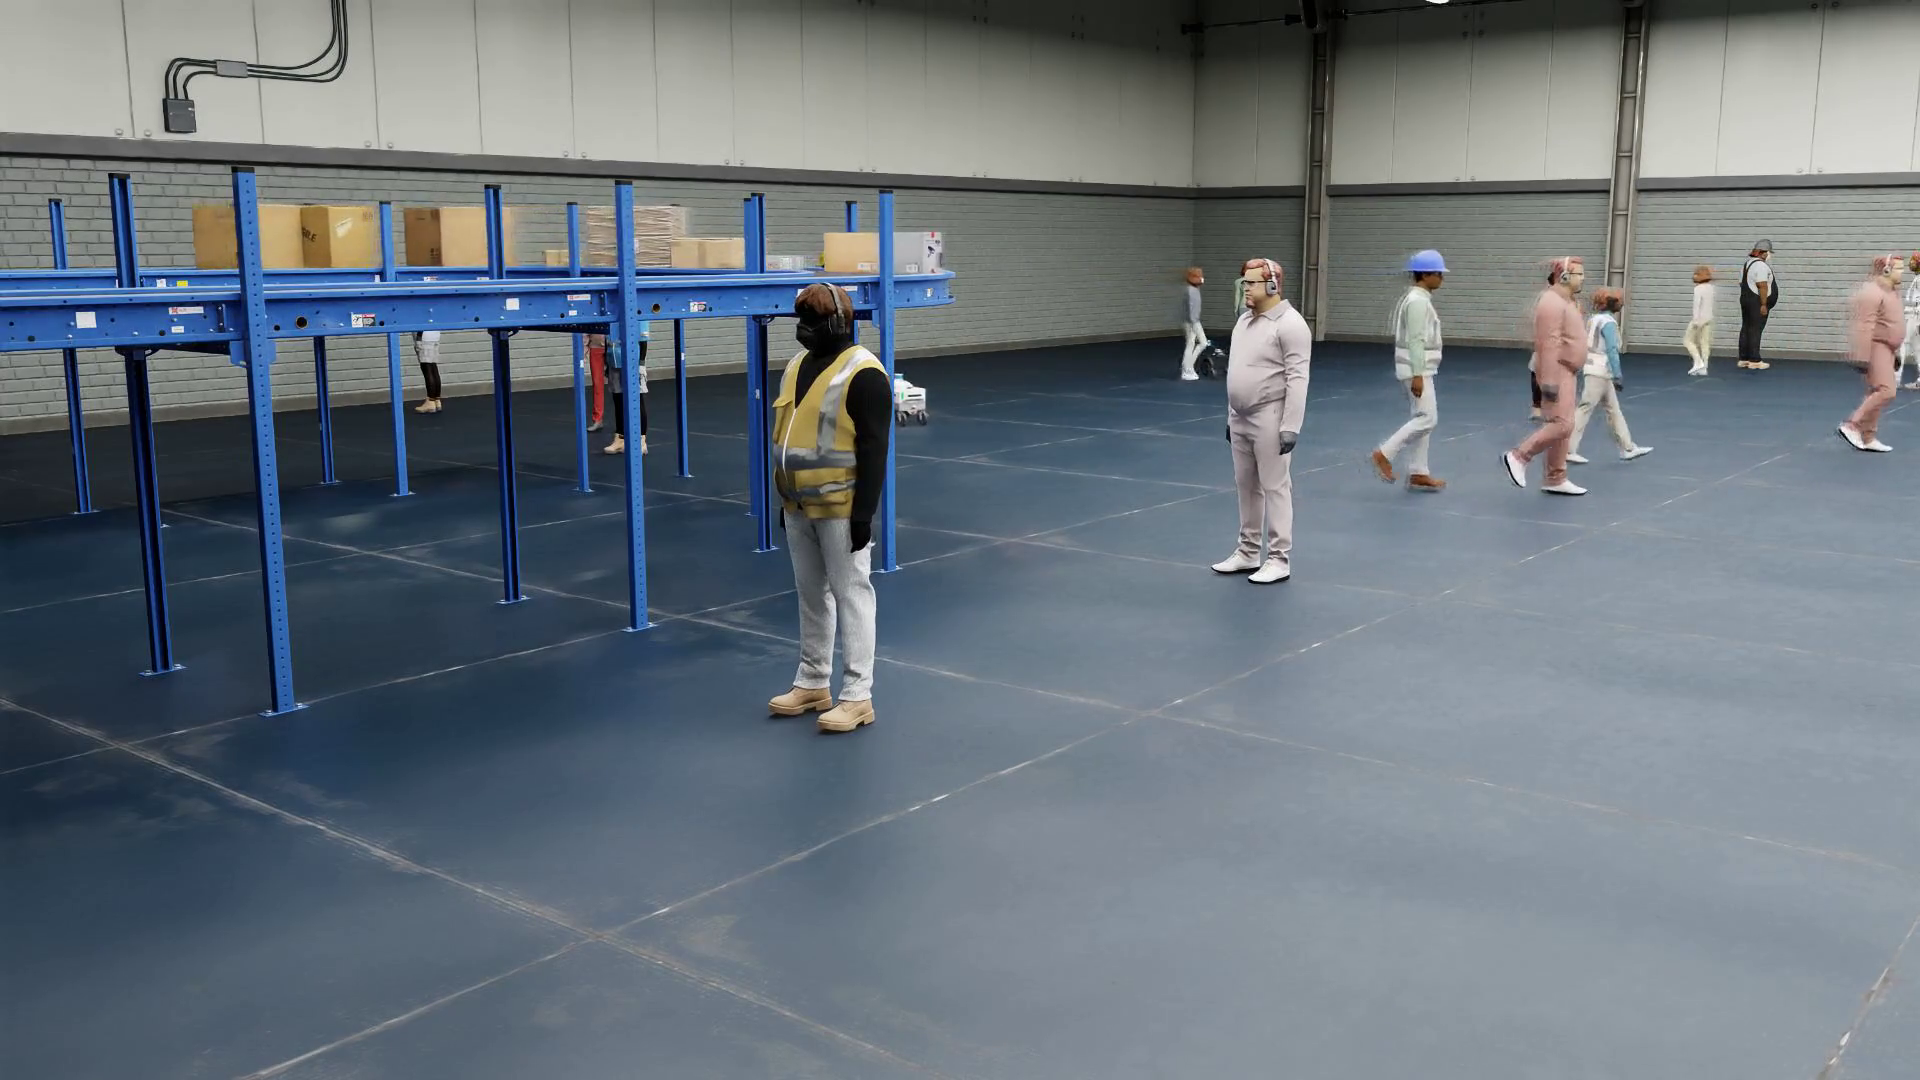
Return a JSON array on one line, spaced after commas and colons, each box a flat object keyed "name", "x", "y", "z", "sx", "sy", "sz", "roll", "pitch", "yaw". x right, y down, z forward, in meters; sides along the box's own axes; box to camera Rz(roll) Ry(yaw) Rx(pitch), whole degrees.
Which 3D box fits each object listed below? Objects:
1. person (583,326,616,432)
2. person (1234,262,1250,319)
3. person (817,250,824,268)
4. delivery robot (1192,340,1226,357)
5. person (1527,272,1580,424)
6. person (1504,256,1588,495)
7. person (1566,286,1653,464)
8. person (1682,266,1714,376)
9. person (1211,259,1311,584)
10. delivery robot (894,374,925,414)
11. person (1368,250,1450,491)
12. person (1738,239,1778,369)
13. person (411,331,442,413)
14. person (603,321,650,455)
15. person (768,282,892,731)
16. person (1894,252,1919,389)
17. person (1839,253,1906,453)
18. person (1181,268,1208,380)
[{"name": "person", "x": -3.740, "y": -2.017, "z": 17.542, "sx": 0.533, "sy": 1.765, "sz": 0.322, "roll": 1, "pitch": 10, "yaw": 8}, {"name": "person", "x": 4.999, "y": -4.004, "z": 28.911, "sx": 0.499, "sy": 1.633, "sz": 0.285, "roll": -1, "pitch": 10, "yaw": -4}, {"name": "person", "x": -1.662, "y": -2.940, "z": 22.292, "sx": 0.381, "sy": 1.902, "sz": 0.736, "roll": 4, "pitch": 11, "yaw": 22}, {"name": "delivery robot", "x": 3.657, "y": -2.849, "z": 24.639, "sx": 0.335, "sy": 0.223, "sz": 0.698, "roll": -6, "pitch": 12, "yaw": -30}, {"name": "person", "x": 6.528, "y": -2.122, "z": 18.378, "sx": 0.540, "sy": 1.678, "sz": 0.546, "roll": -1, "pitch": 10, "yaw": -4}, {"name": "person", "x": 4.708, "y": -1.296, "z": 13.183, "sx": 0.531, "sy": 1.891, "sz": 0.667, "roll": 6, "pitch": 12, "yaw": 30}, {"name": "person", "x": 5.876, "y": -1.480, "z": 15.035, "sx": 0.856, "sy": 1.593, "sz": 0.539, "roll": 2, "pitch": 11, "yaw": 13}, {"name": "person", "x": 11.082, "y": -3.274, "z": 24.913, "sx": 0.515, "sy": 1.624, "sz": 0.365, "roll": -7, "pitch": 12, "yaw": -34}, {"name": "person", "x": 1.776, "y": -0.707, "z": 9.889, "sx": 0.407, "sy": 1.906, "sz": 0.655, "roll": -5, "pitch": 11, "yaw": -25}, {"name": "delivery robot", "x": -0.686, "y": -1.600, "z": 18.441, "sx": 0.477, "sy": 0.478, "sz": 0.707, "roll": -7, "pitch": 12, "yaw": -33}, {"name": "person", "x": 3.669, "y": -1.358, "z": 13.401, "sx": 0.525, "sy": 1.936, "sz": 0.626, "roll": 4, "pitch": 11, "yaw": 19}, {"name": "person", "x": 12.696, "y": -3.738, "z": 26.429, "sx": 0.535, "sy": 2.000, "sz": 0.673, "roll": 0, "pitch": 10, "yaw": 0}, {"name": "person", "x": -6.311, "y": -2.358, "z": 19.616, "sx": 0.315, "sy": 1.696, "sz": 0.541, "roll": 0, "pitch": 10, "yaw": 0}, {"name": "person", "x": -3.156, "y": -1.648, "z": 15.686, "sx": 0.535, "sy": 1.697, "sz": 0.318, "roll": 6, "pitch": 12, "yaw": 29}, {"name": "person", "x": -0.561, "y": -0.142, "z": 6.939, "sx": 0.429, "sy": 1.844, "sz": 0.627, "roll": -9, "pitch": 14, "yaw": -41}, {"name": "person", "x": 12.883, "y": -2.982, "z": 22.625, "sx": 0.792, "sy": 1.851, "sz": 0.596, "roll": 6, "pitch": 12, "yaw": 30}, {"name": "person", "x": 8.794, "y": -1.774, "z": 15.860, "sx": 0.424, "sy": 1.892, "sz": 0.652, "roll": 9, "pitch": 14, "yaw": 41}, {"name": "person", "x": 3.399, "y": -3.136, "z": 24.148, "sx": 0.387, "sy": 1.618, "sz": 0.535, "roll": 3, "pitch": 11, "yaw": 18}]
